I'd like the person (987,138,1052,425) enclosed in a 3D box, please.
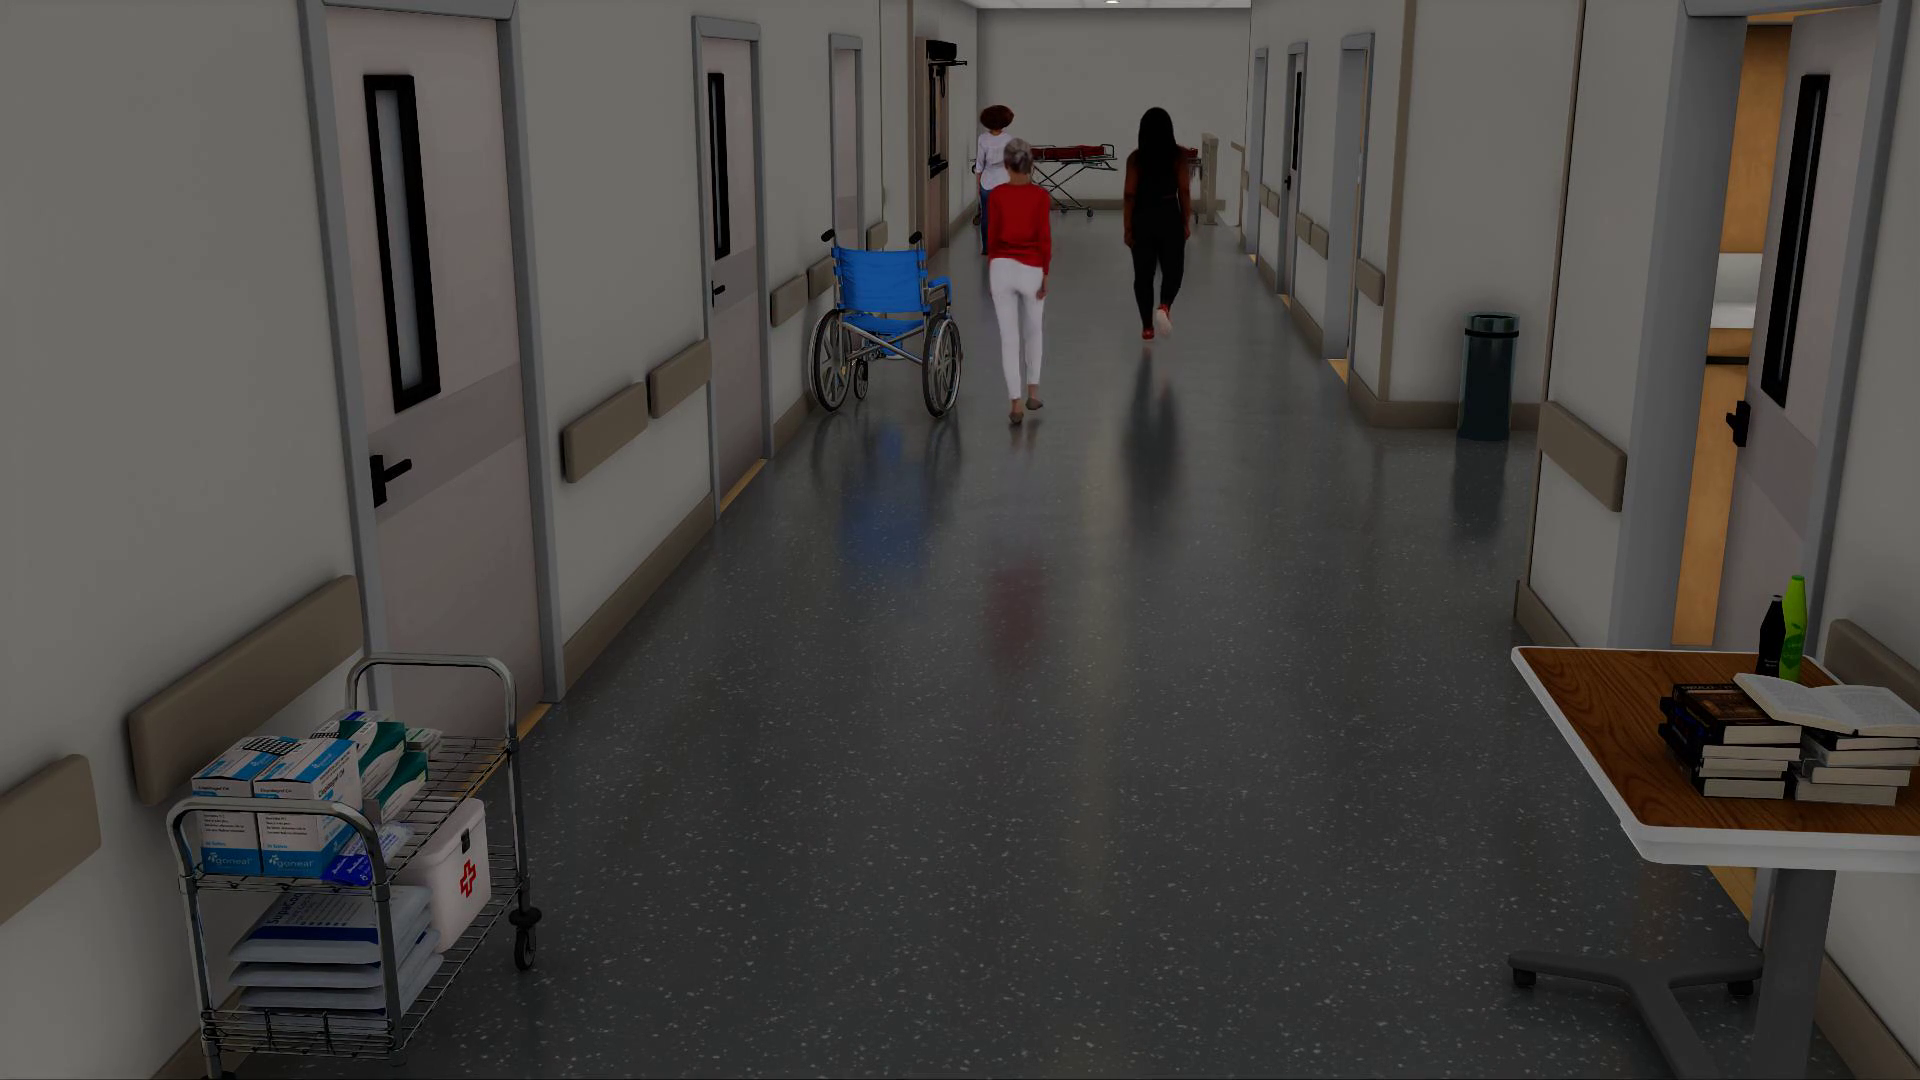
[{"bbox_3d":[0.336,-1.523,9.936,0.547,1.676,0.718,1,16,4],"label":"person"}]

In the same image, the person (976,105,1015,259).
[{"bbox_3d":[0.413,-4.115,19.064,0.624,1.712,0.582,2,16,7],"label":"person"}]

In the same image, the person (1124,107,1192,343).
[{"bbox_3d":[1.516,-2.393,12.791,0.698,1.802,0.939,2,16,8],"label":"person"}]
